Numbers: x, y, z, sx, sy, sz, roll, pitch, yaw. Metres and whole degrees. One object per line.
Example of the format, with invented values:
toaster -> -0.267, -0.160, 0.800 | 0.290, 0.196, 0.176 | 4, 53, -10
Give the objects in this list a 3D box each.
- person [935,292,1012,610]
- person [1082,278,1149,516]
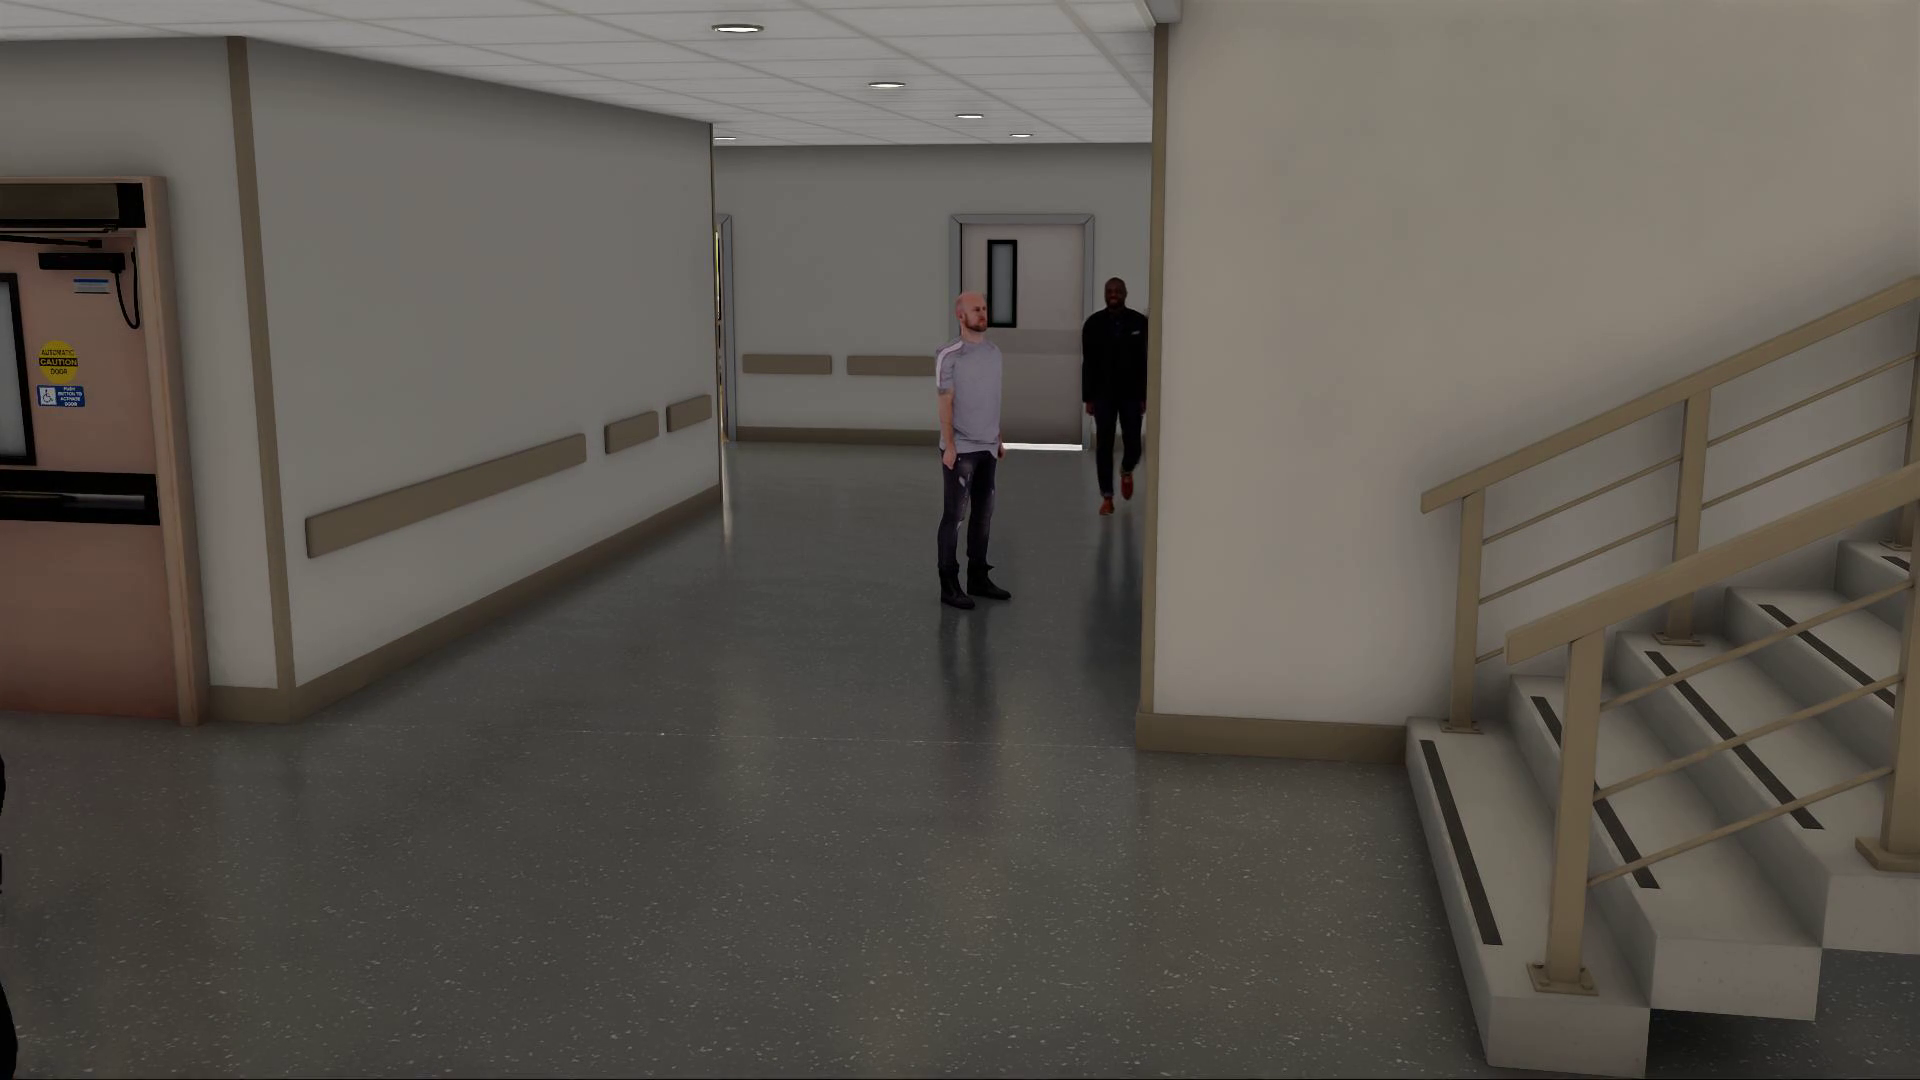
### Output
person -> 0.056, -0.547, 9.820 | 0.769, 1.832, 0.751 | 10, 14, 41
person -> 1.230, -1.108, 12.857 | 0.931, 1.802, 0.783 | 1, 11, 7
